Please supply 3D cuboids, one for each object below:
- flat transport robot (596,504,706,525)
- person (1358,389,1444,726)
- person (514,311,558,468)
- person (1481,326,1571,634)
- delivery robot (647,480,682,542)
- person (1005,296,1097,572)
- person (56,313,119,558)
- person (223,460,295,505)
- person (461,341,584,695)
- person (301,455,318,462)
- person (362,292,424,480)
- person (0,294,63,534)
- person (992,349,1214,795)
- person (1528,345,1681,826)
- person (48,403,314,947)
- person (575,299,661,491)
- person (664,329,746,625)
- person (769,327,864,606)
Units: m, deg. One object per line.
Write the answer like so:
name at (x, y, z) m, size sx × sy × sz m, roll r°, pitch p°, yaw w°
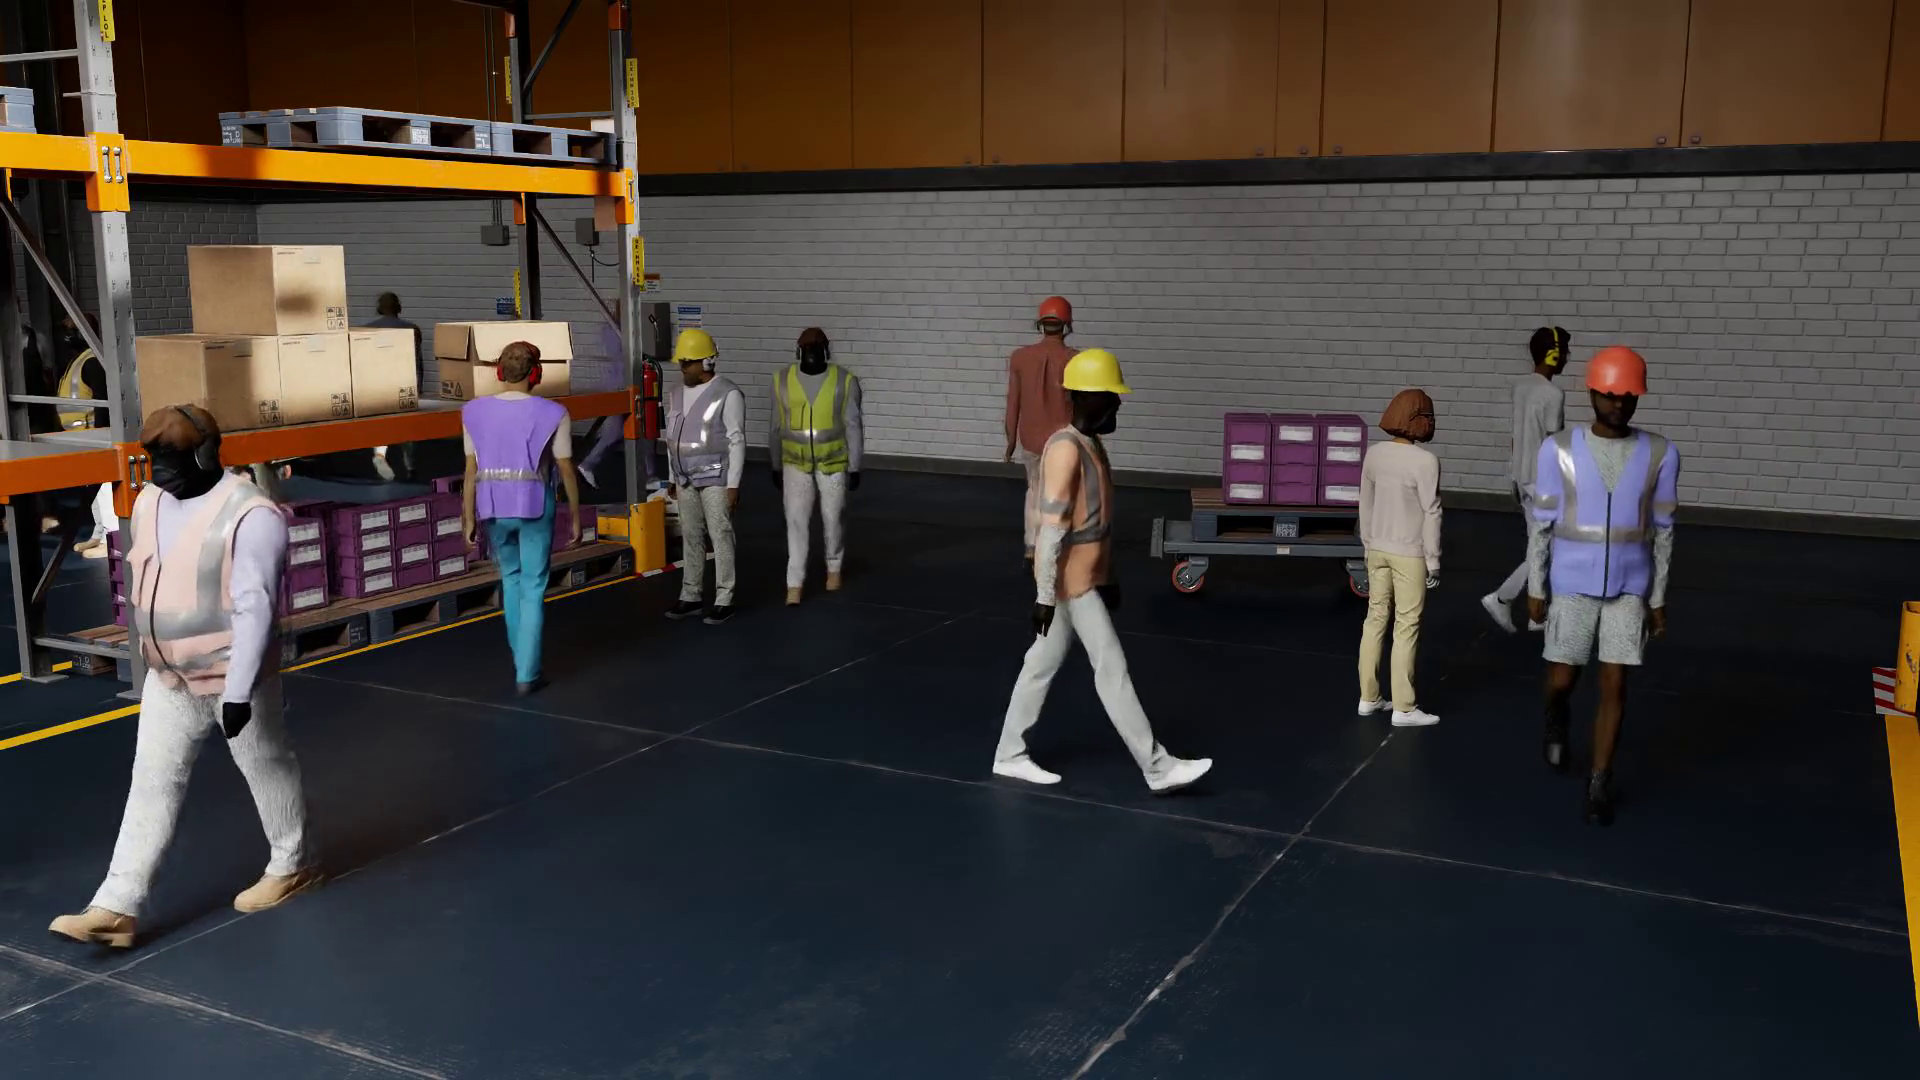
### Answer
flat transport robot at (-2.817, -0.147, 13.345) m, size 1.431 × 0.197 × 0.652 m, roll -4°, pitch 11°, yaw -22°
person at (2.142, 0.082, 8.080) m, size 0.266 × 1.631 × 0.507 m, roll -5°, pitch 11°, yaw -28°
person at (-3.409, -0.905, 13.057) m, size 0.753 × 1.892 × 0.647 m, roll 3°, pitch 10°, yaw 17°
person at (3.422, -0.338, 9.893) m, size 0.656 × 1.850 × 0.524 m, roll -3°, pitch 10°, yaw -14°
delivery robot at (-2.220, -0.214, 12.637) m, size 0.477 × 0.478 × 0.707 m, roll -1°, pitch 10°, yaw -9°
person at (0.642, -0.701, 11.601) m, size 0.651 × 1.980 × 0.434 m, roll 4°, pitch 10°, yaw 20°
person at (-6.543, -0.789, 12.520) m, size 0.429 × 1.841 × 0.638 m, roll -7°, pitch 12°, yaw -35°
person at (-5.228, -0.756, 12.345) m, size 0.524 × 1.845 × 0.875 m, roll 6°, pitch 11°, yaw 30°
person at (-2.272, -0.133, 8.778) m, size 0.586 × 1.817 × 0.733 m, roll 1°, pitch 10°, yaw 6°
person at (-7.289, -1.787, 18.322) m, size 0.600 × 1.856 × 0.626 m, roll 3°, pitch 10°, yaw 16°
person at (-5.691, -1.518, 16.594) m, size 0.629 × 1.908 × 0.860 m, roll -1°, pitch 10°, yaw -3°
person at (-7.610, -1.038, 13.383) m, size 0.709 × 2.000 × 0.943 m, roll -8°, pitch 12°, yaw -38°
person at (0.583, 0.147, 6.972) m, size 0.988 × 1.875 × 0.613 m, roll 2°, pitch 10°, yaw 12°
person at (2.608, 0.159, 6.800) m, size 0.549 × 1.925 × 0.629 m, roll 3°, pitch 10°, yaw 14°
person at (-2.537, 0.454, 5.466) m, size 0.636 × 1.788 × 0.965 m, roll 4°, pitch 11°, yaw 24°
person at (-3.236, -1.385, 15.884) m, size 0.883 × 1.876 × 0.652 m, roll -4°, pitch 11°, yaw -22°
person at (-1.592, -0.390, 10.269) m, size 0.587 × 1.821 × 0.404 m, roll 7°, pitch 12°, yaw 35°
person at (-0.953, -0.502, 11.004) m, size 0.642 × 1.799 × 0.888 m, roll 0°, pitch 10°, yaw 1°
